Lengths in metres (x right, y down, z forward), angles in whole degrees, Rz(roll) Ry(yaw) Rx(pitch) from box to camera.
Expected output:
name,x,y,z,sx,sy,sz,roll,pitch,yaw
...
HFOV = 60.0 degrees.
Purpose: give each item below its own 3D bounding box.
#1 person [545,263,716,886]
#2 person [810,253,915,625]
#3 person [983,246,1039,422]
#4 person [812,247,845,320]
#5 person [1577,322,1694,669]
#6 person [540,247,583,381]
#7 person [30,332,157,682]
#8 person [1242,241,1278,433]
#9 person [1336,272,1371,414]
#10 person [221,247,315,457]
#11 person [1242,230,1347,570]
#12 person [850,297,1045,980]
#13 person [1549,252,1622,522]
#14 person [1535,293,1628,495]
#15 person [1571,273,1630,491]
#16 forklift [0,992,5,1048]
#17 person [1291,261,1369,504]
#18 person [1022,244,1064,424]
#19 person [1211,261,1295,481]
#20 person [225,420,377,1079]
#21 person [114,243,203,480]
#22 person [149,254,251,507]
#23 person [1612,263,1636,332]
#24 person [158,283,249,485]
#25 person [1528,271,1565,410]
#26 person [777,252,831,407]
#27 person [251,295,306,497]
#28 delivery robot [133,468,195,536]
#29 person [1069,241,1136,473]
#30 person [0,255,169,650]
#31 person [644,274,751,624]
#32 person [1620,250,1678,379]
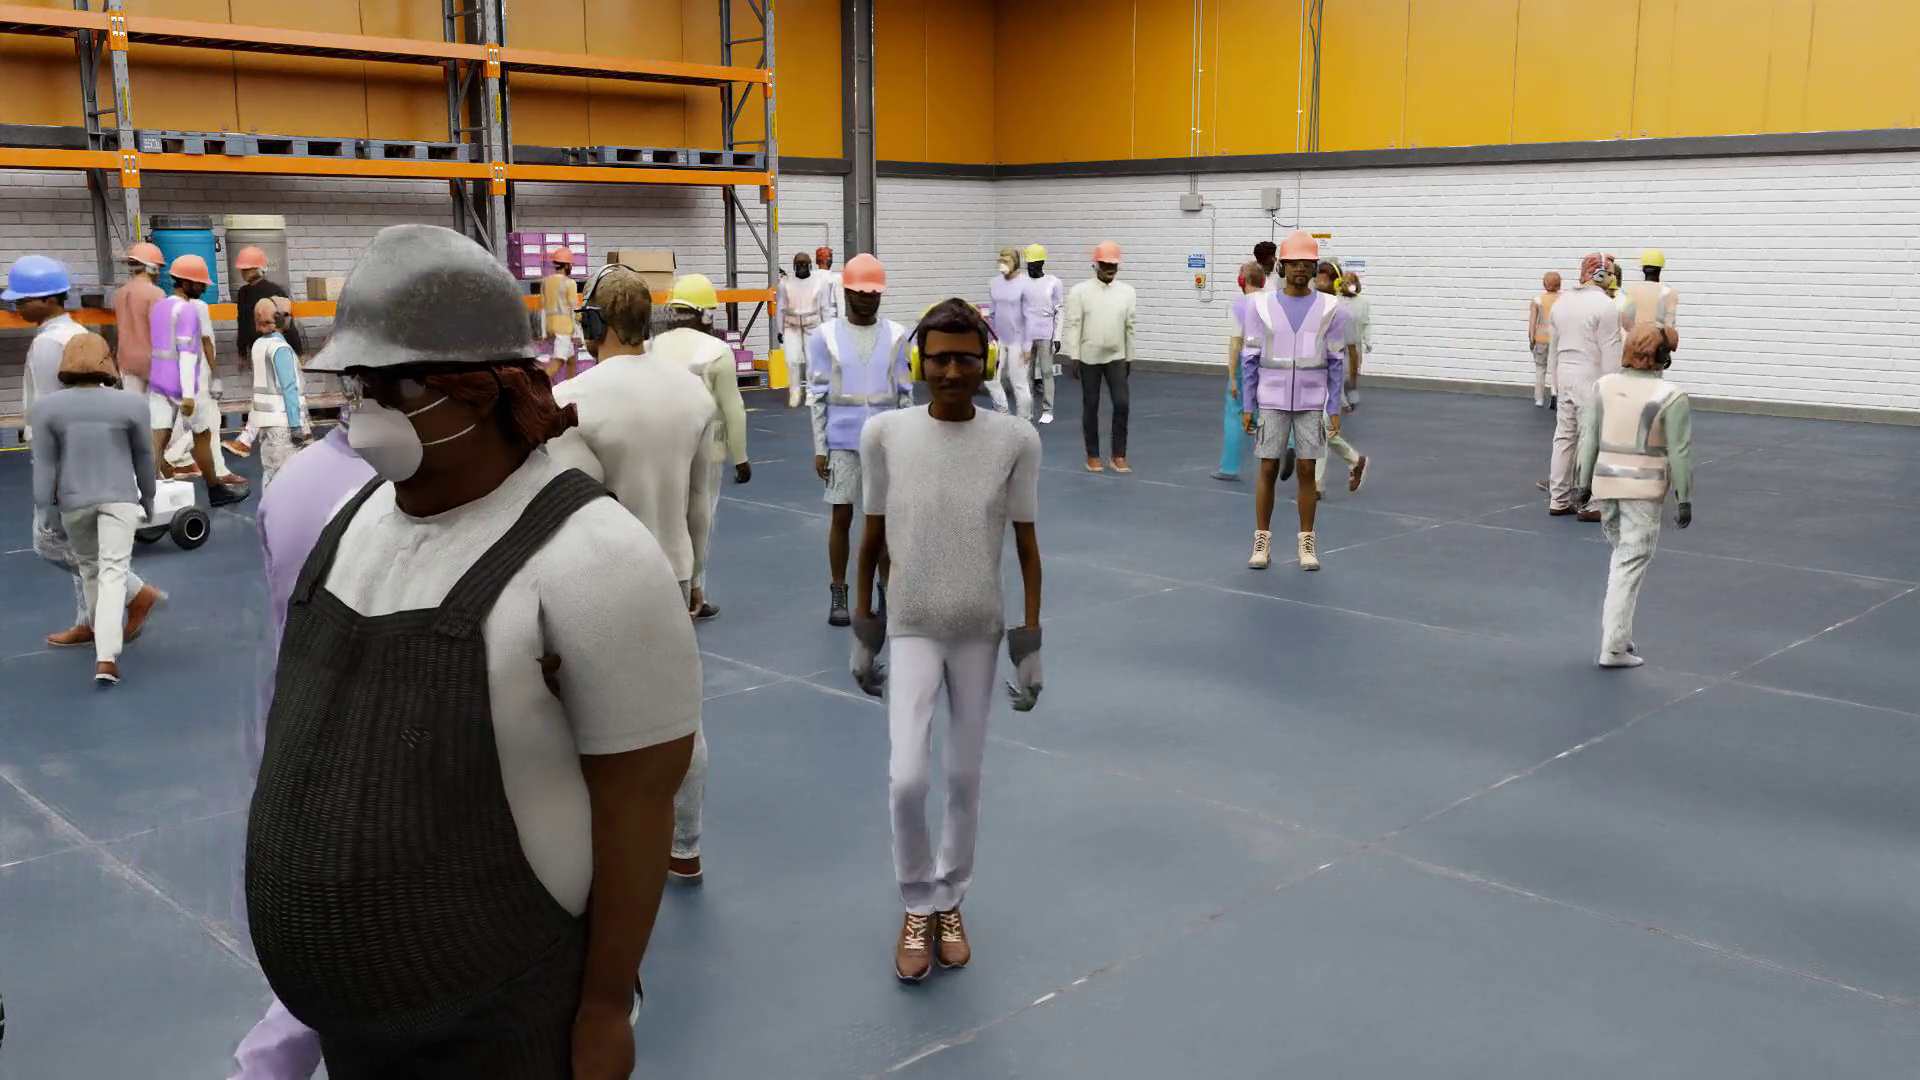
name,x,y,z,sx,sy,sz,roll,pitch,yaw
person,-0.995,0.151,5.000,0.366,1.939,0.635,7,12,33
person,-0.494,-0.509,8.628,0.546,1.929,0.387,-2,11,-11
person,0.489,-1.915,16.318,0.652,1.915,0.549,10,15,44
person,-1.649,-2.606,20.188,0.575,1.881,0.356,5,11,25
person,3.201,-0.206,7.805,0.541,1.619,0.550,-6,12,-29
person,-4.661,-2.429,19.221,0.541,1.899,0.971,9,14,41
person,-3.973,-0.160,7.672,0.493,1.584,0.891,-3,11,-17
person,3.111,-2.084,17.108,0.361,1.965,0.613,-2,11,-11
person,4.431,-2.277,19.121,0.497,1.616,0.663,-3,11,-16
person,-6.451,-1.750,15.432,0.643,1.923,1.142,7,12,32
person,2.011,-0.832,10.062,0.607,2.048,0.367,2,11,9
person,-0.034,0.282,4.490,0.526,1.854,0.552,-1,10,-4
person,4.475,-1.082,11.832,0.406,1.902,0.636,-4,11,-19
person,4.818,-1.094,12.714,0.831,1.587,0.502,-7,12,-32
person,4.997,-1.245,13.087,0.525,1.769,0.316,9,14,40
forklift,-3.245,0.323,3.363,2.313,2.155,1.214,2,11,13
person,2.846,-1.211,12.708,0.805,1.838,0.506,-6,12,-31
person,0.822,-2.216,17.944,0.595,1.923,0.374,6,12,31
person,2.414,-1.354,13.539,0.565,1.816,0.729,-7,12,-33
person,-1.164,0.496,3.281,0.677,1.879,0.659,6,12,31
person,-6.635,-1.454,13.712,0.652,1.949,0.854,5,12,27
person,-5.641,-1.128,12.131,0.630,1.870,0.910,7,12,32
person,5.539,-1.484,14.347,0.955,1.784,0.637,-9,14,-41
person,-6.086,-1.305,13.192,0.528,1.846,0.757,9,14,40
person,6.895,-2.330,19.407,0.512,1.609,0.760,4,11,20
person,-1.842,-2.467,19.581,0.653,1.821,0.564,0,10,1
person,-4.317,-0.725,10.577,0.307,1.645,0.518,-9,14,-41
delivery robot,-5.267,-0.232,10.607,0.477,0.478,0.707,5,12,27
person,1.221,-1.539,14.142,0.614,1.970,0.684,-1,10,-7
person,-4.189,-0.385,7.941,0.537,1.929,0.660,-3,11,-14
person,-1.375,-0.476,8.741,0.595,1.819,0.514,8,13,37
person,6.828,-1.954,16.635,0.600,1.888,0.964,8,13,38
